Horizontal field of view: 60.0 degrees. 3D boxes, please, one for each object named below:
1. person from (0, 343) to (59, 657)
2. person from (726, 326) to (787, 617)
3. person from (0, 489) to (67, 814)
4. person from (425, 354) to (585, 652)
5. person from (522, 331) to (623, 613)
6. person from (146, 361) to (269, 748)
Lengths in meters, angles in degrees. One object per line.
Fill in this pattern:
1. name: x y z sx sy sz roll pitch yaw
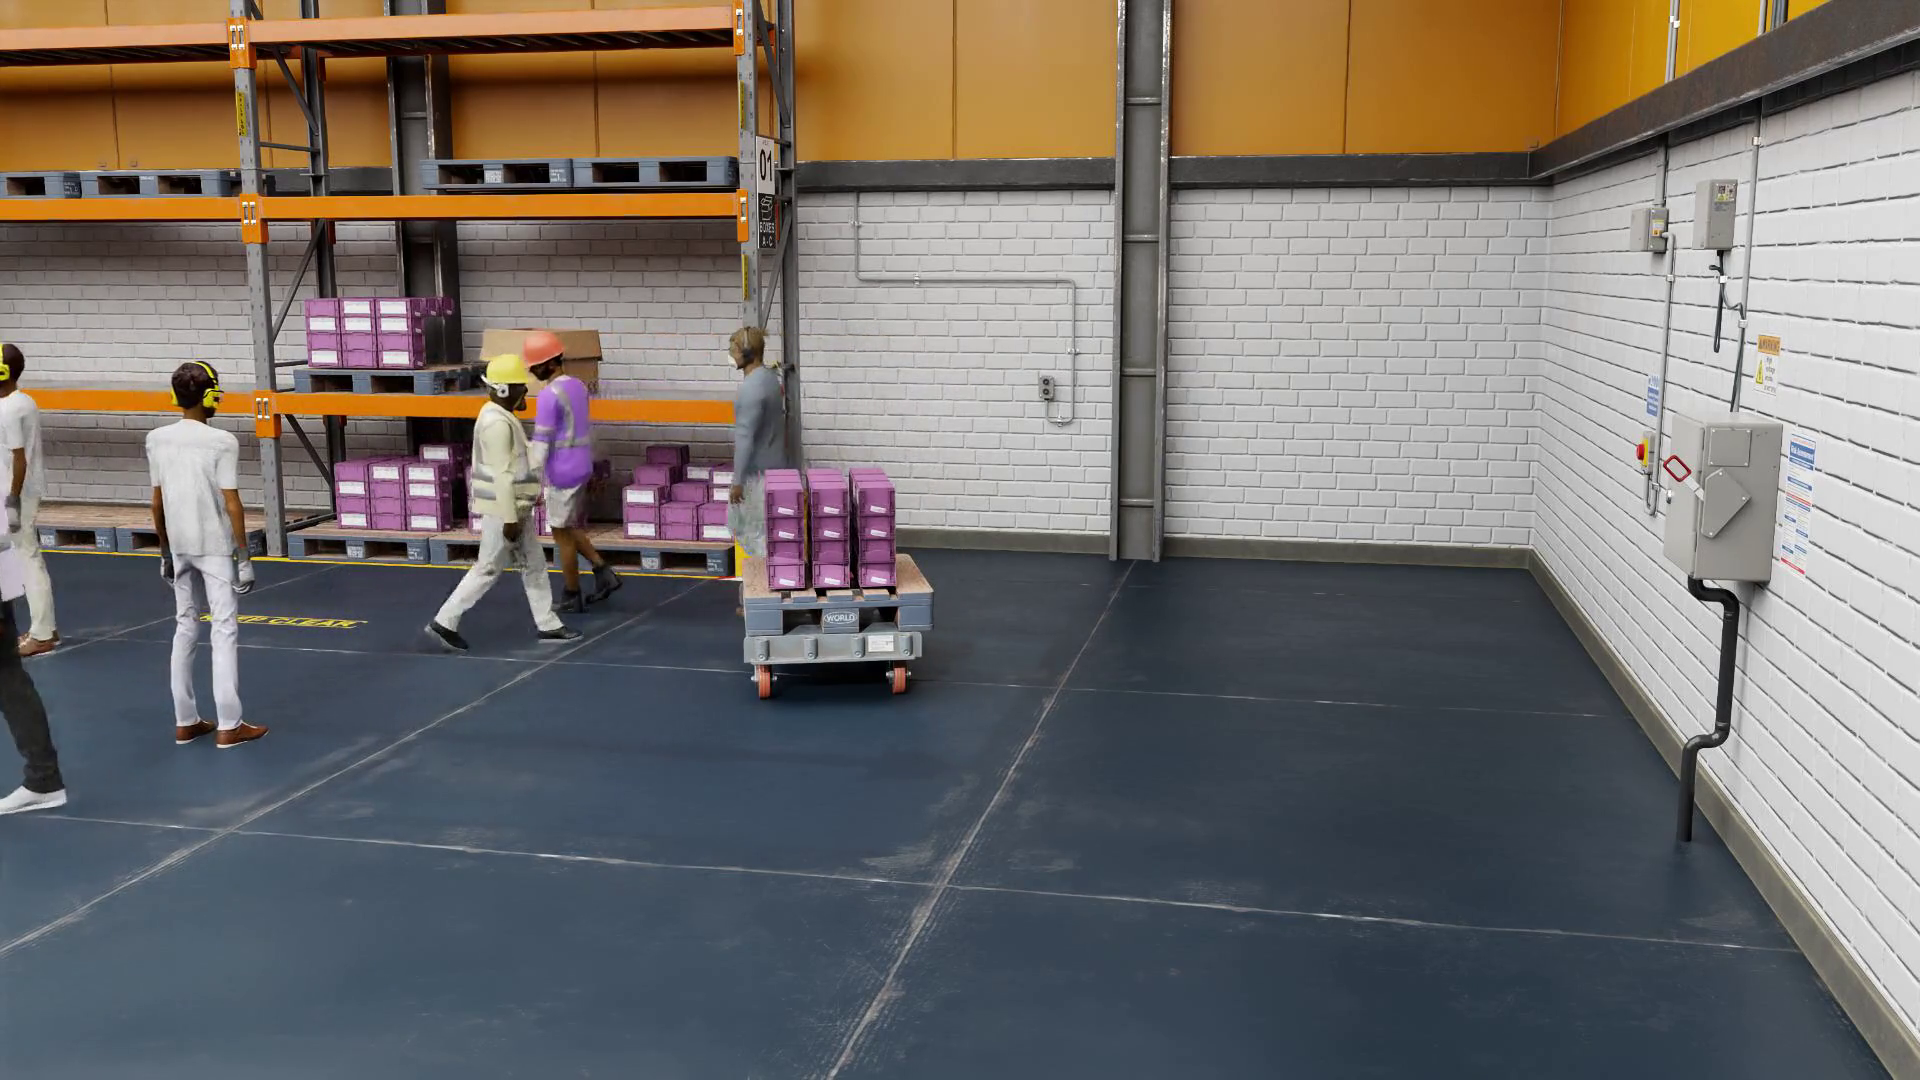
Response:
1. person: -5.582 -0.236 9.851 0.314 1.868 0.524 -4 10 -23
2. person: -1.354 -0.430 10.880 0.447 1.924 0.630 0 9 0
3. person: -4.225 0.253 6.835 0.915 1.882 0.628 -5 11 -27
4. person: -2.781 -0.219 9.973 0.896 1.799 0.606 -2 10 -13
5. person: -2.598 -0.424 10.921 0.477 1.895 0.592 1 9 6
6. person: -3.636 0.072 8.022 0.509 1.860 0.317 2 10 13
